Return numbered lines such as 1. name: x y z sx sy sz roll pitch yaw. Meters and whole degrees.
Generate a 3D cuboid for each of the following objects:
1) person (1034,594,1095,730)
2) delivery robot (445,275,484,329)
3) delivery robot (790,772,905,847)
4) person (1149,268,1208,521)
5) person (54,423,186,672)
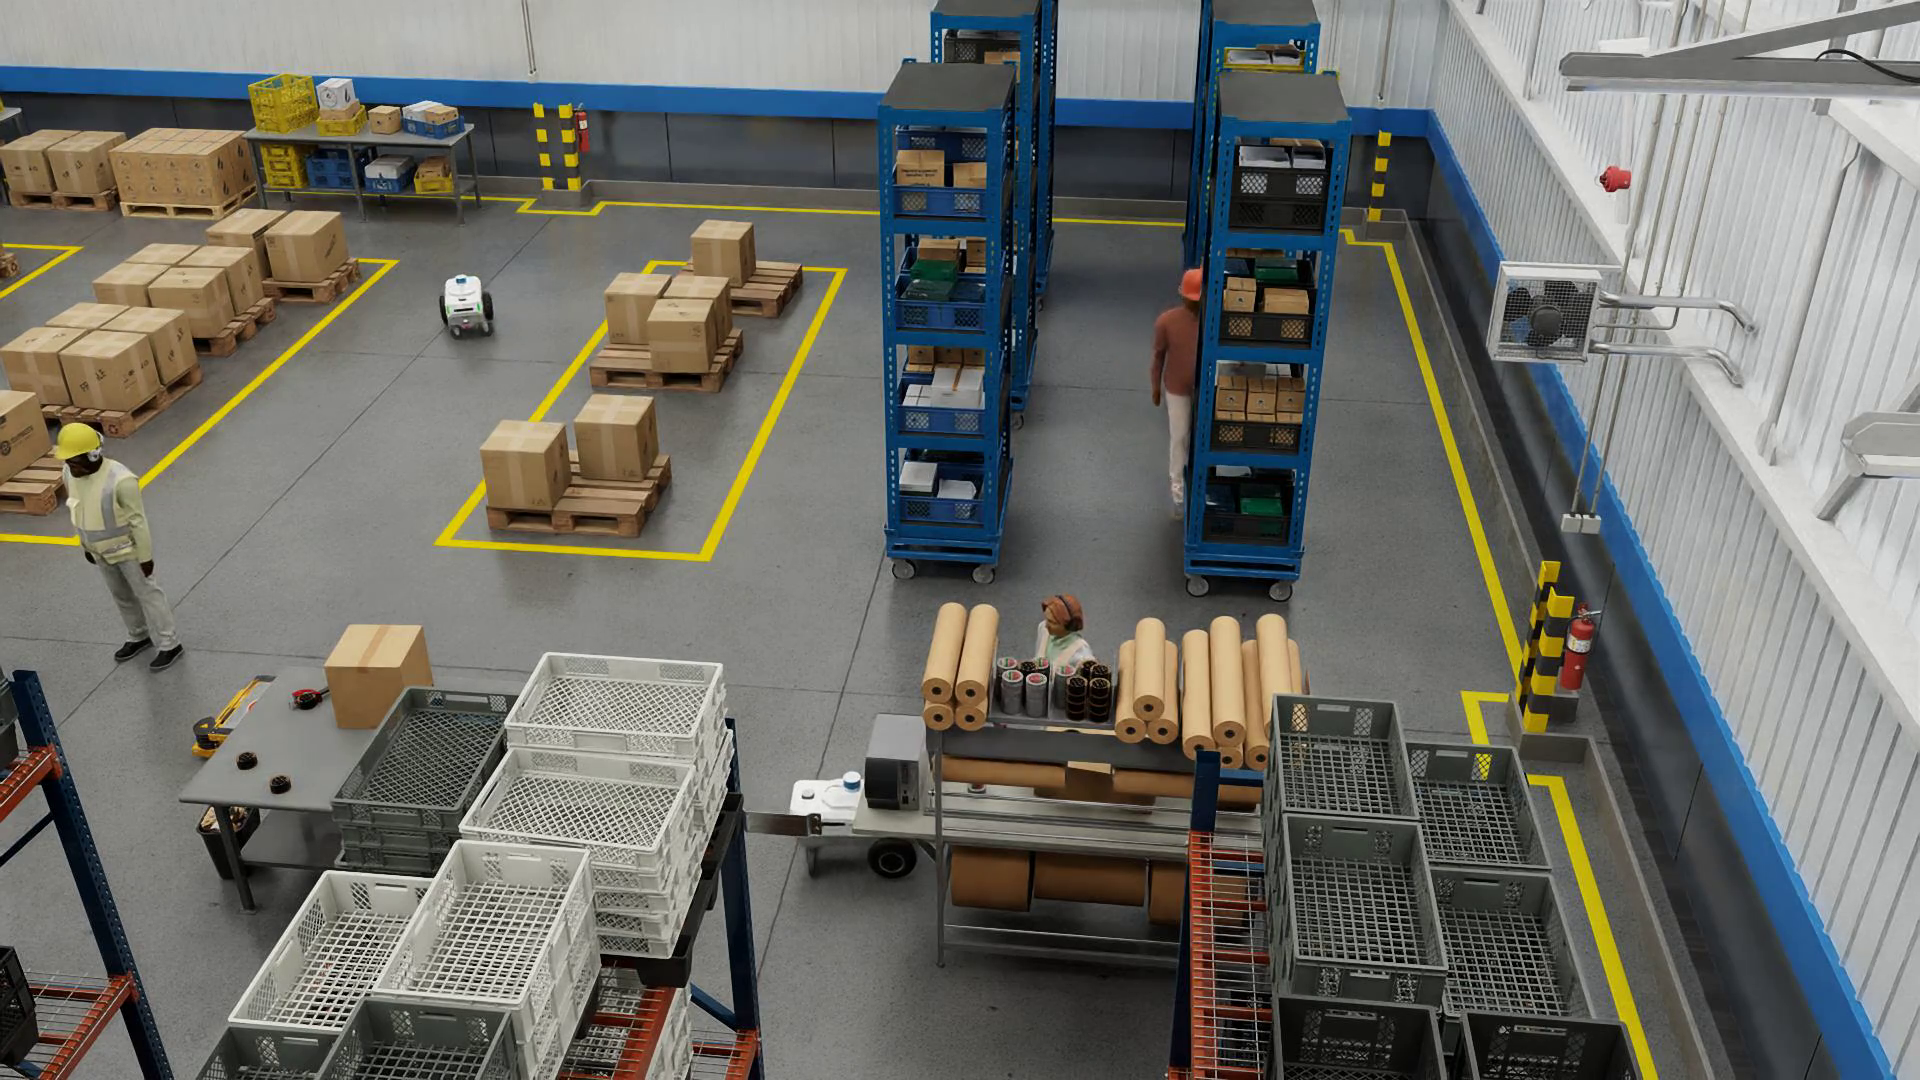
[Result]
1. person: 0.584 1.007 9.572 0.312 1.632 0.514 -16 34 -25
2. delivery robot: -4.868 -2.359 16.328 0.477 0.478 0.707 -7 31 -12
3. delivery robot: -0.618 1.558 9.601 0.707 0.478 0.477 1 30 1
4. person: 1.816 -1.203 13.043 0.615 1.957 0.896 -4 30 -6
5. person: -5.616 0.038 11.054 0.599 1.825 0.404 11 32 19
